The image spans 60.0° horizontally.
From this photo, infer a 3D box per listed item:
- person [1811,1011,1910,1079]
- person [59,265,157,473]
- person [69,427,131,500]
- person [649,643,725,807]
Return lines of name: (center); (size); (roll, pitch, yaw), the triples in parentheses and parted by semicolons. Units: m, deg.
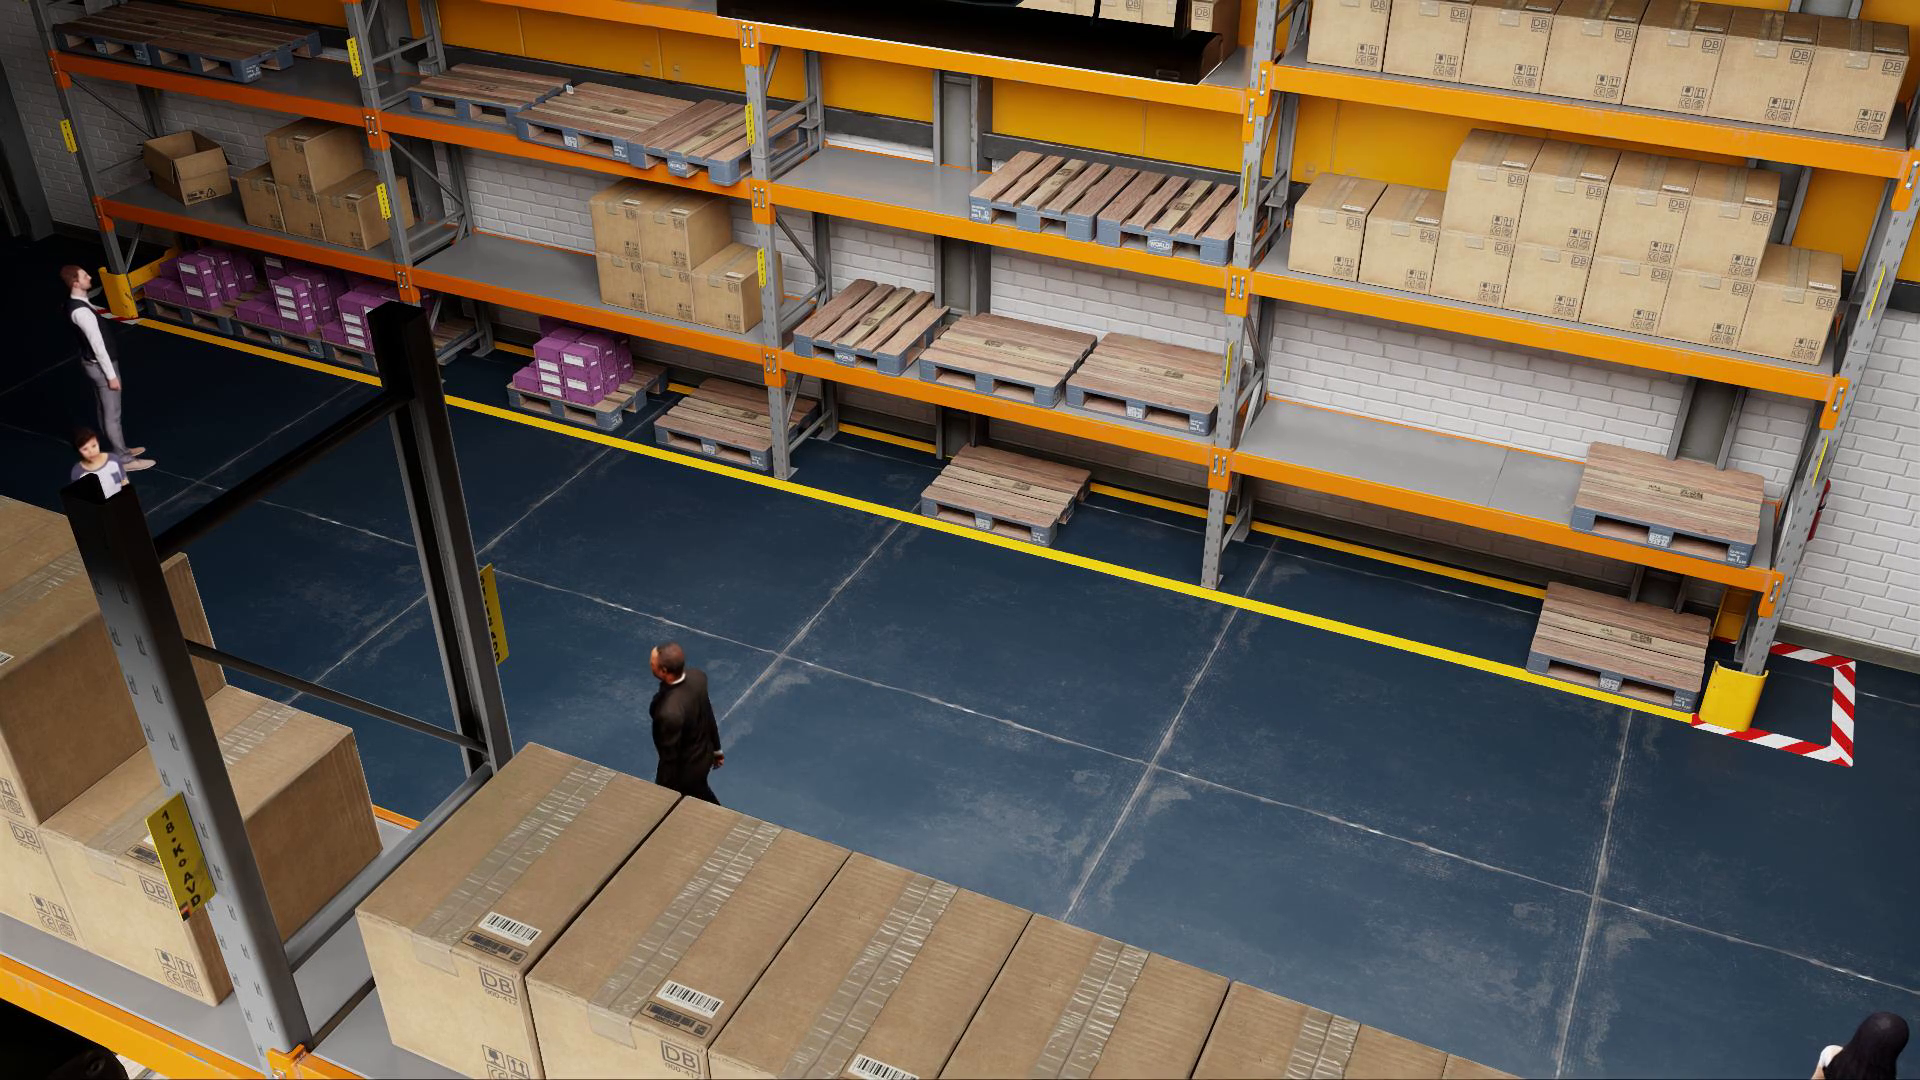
person: (4.236, 2.943, 8.051); (0.812, 1.775, 0.712); (-26, 42, -34)
person: (-7.576, -1.530, 14.635); (0.804, 1.938, 0.670); (-22, 40, -30)
person: (-6.677, -0.232, 13.034); (0.664, 1.548, 0.678); (-28, 43, -35)
person: (-1.591, 1.444, 10.239); (1.374, 1.851, 0.968); (5, 34, 8)
